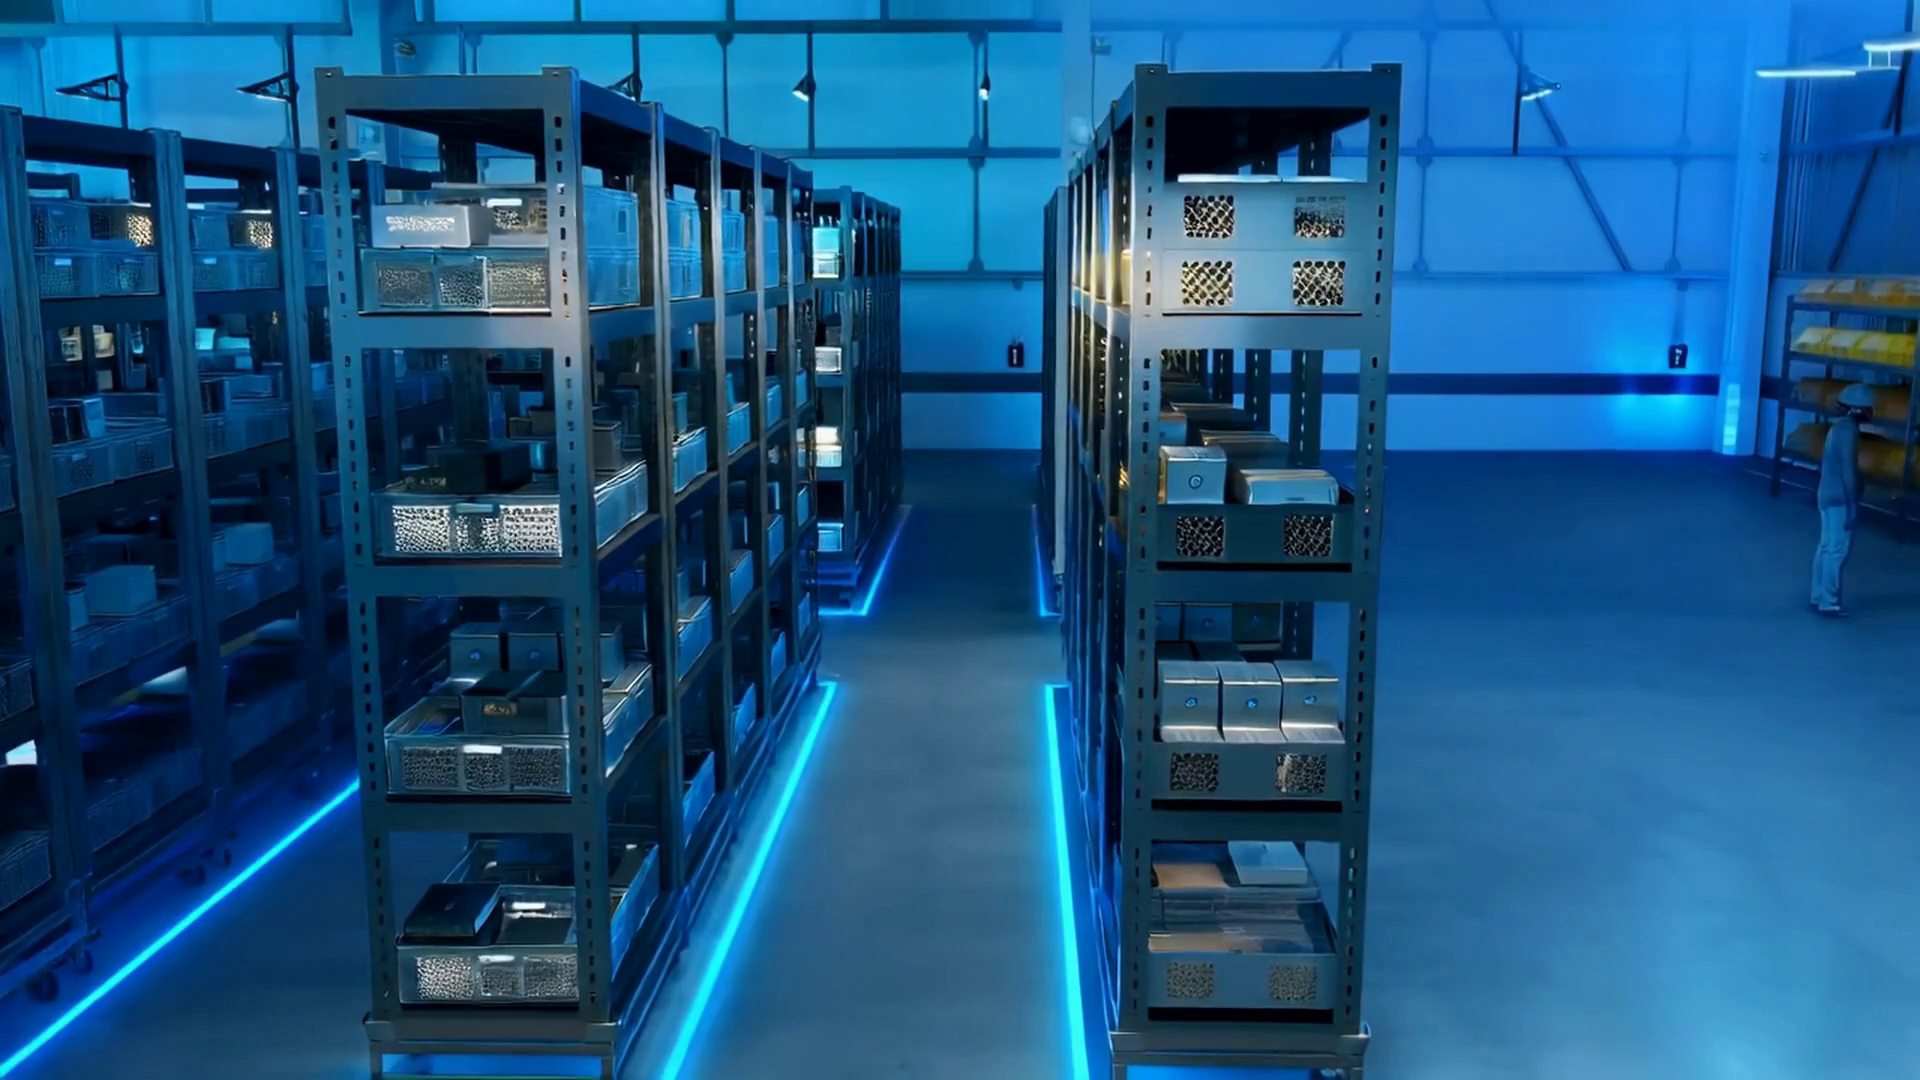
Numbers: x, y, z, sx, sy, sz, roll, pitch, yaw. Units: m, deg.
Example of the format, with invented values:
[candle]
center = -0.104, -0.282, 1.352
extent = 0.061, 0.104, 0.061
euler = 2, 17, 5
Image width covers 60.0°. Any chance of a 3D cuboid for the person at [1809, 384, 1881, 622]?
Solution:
[person]
center = 7.377, -0.310, 13.873
extent = 0.406, 1.987, 0.608
euler = 2, 10, 12
